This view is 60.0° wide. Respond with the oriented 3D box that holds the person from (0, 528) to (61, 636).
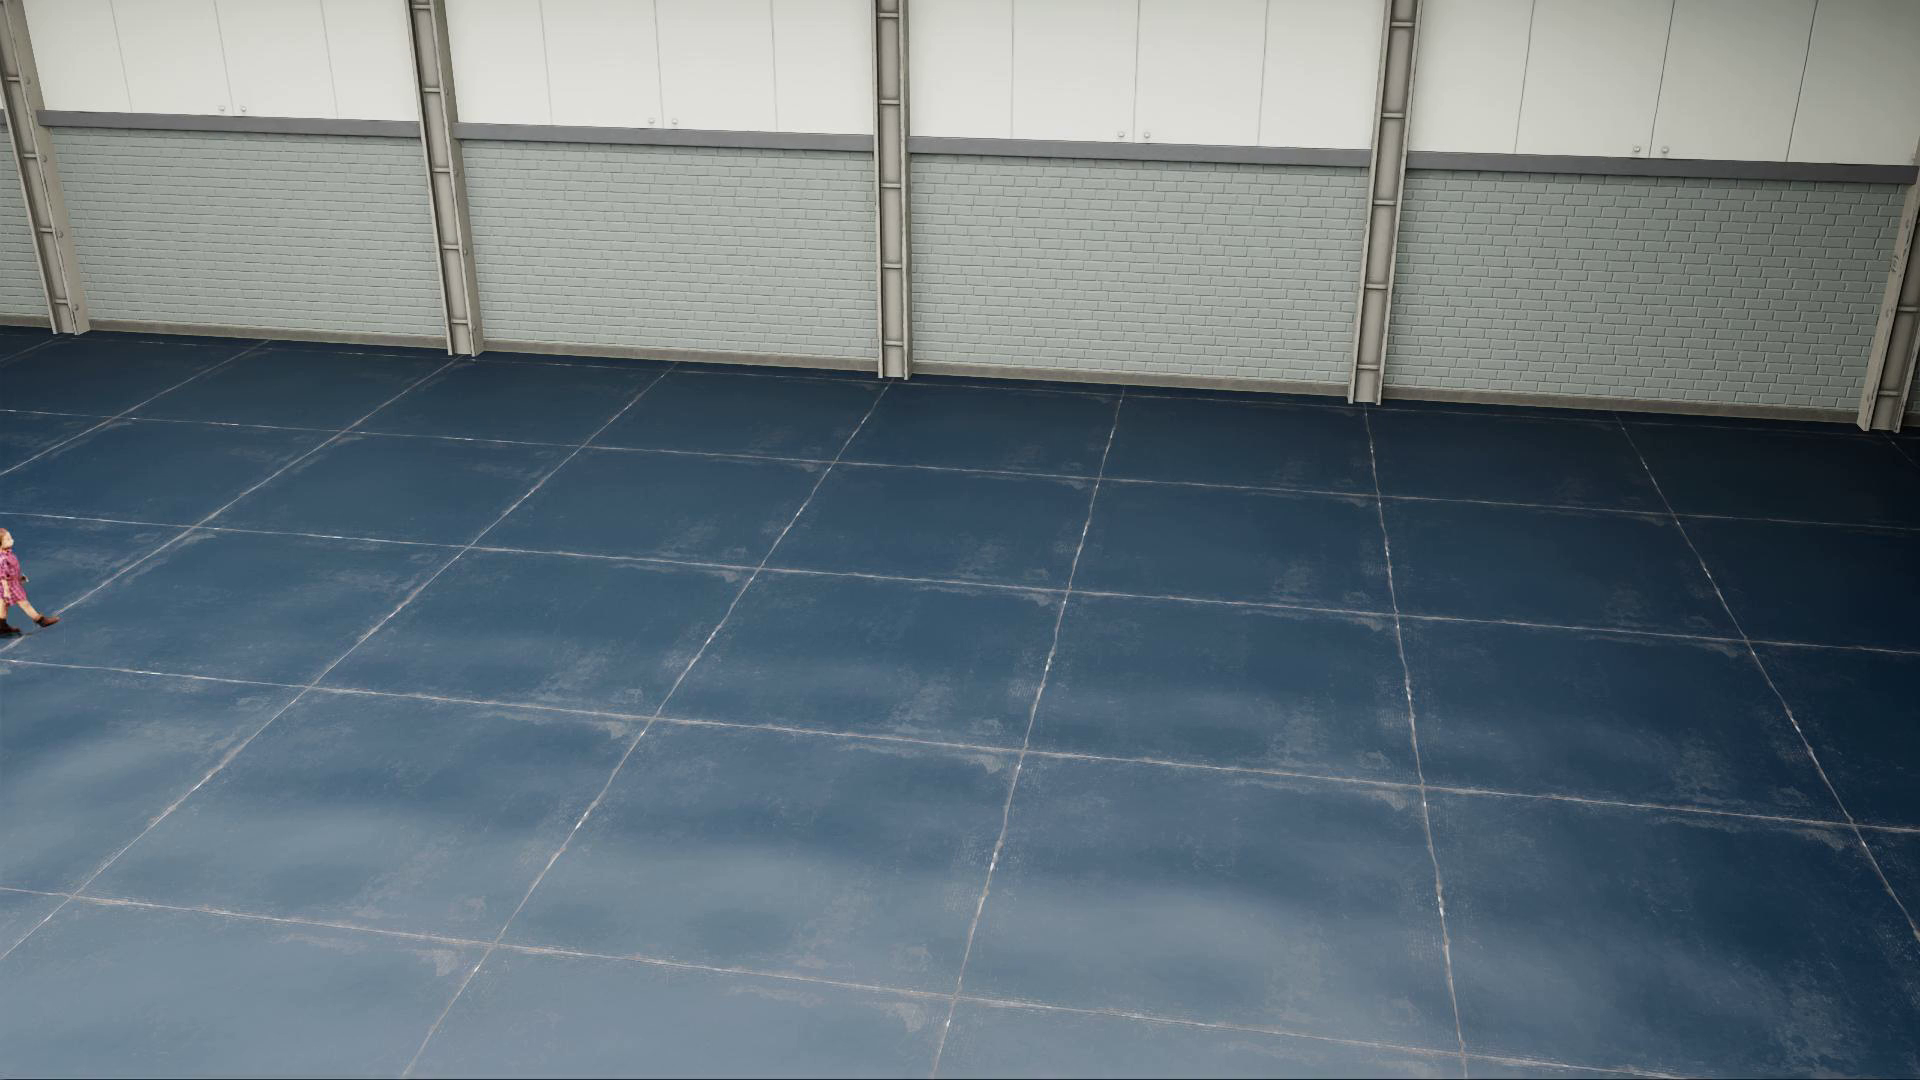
[{"bbox_3d":[-8.367,0.377,14.543,0.777,1.000,0.667,-11,25,-24],"label":"person"}]
